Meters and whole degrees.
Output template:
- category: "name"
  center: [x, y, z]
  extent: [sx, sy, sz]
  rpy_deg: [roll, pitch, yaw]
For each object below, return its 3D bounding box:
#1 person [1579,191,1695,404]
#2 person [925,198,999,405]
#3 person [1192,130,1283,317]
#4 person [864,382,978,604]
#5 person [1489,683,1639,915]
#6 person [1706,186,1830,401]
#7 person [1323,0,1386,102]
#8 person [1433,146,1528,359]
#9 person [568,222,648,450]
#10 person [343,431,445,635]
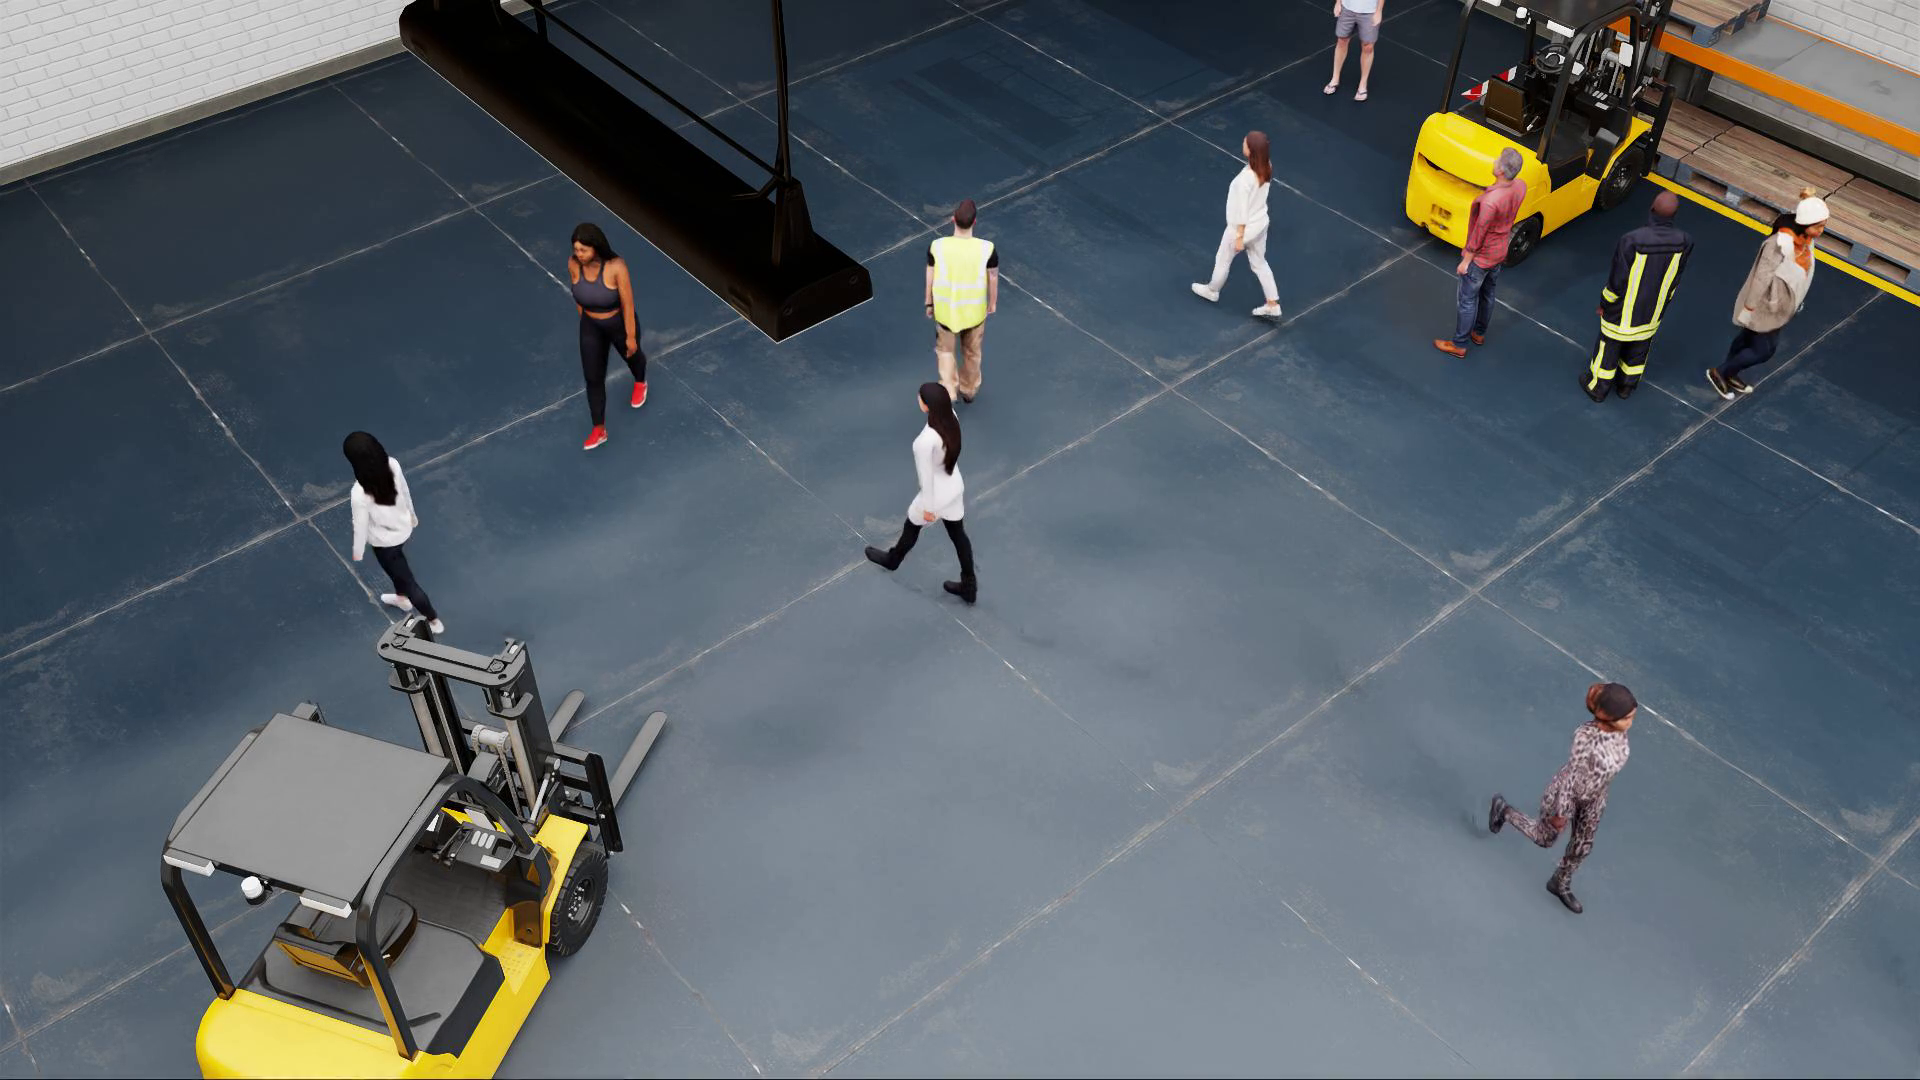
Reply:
- category: "person"
  center: [5.167, -1.857, 12.683]
  extent: [0.861, 1.821, 0.892]
  rpy_deg: [-2, 44, -2]
- category: "person"
  center: [0.002, -1.710, 12.523]
  extent: [0.915, 1.830, 0.977]
  rpy_deg: [-1, 44, -1]
- category: "person"
  center: [2.408, -2.519, 13.500]
  extent: [1.113, 1.653, 0.745]
  rpy_deg: [30, 51, 27]
- category: "person"
  center: [-0.061, -0.262, 11.049]
  extent: [1.170, 1.766, 0.874]
  rpy_deg: [22, 48, 22]
- category: "person"
  center: [3.411, 1.388, 9.370]
  extent: [0.739, 1.694, 1.045]
  rpy_deg: [-19, 47, -19]
- category: "person"
  center: [6.081, -1.904, 12.686]
  extent: [0.737, 1.886, 0.771]
  rpy_deg: [30, 51, 27]
- category: "person"
  center: [3.910, -5.195, 16.182]
  extent: [0.620, 1.828, 0.767]
  rpy_deg: [20, 47, 20]
- category: "person"
  center: [4.148, -2.277, 13.114]
  extent: [0.678, 1.835, 0.531]
  rpy_deg: [-31, 52, -28]
- category: "person"
  center: [-2.595, -1.641, 12.501]
  extent: [1.213, 1.760, 1.213]
  rpy_deg: [8, 44, 8]
- category: "person"
  center: [-3.638, -0.008, 10.841]
  extent: [0.913, 1.685, 0.839]
  rpy_deg: [8, 44, 9]
